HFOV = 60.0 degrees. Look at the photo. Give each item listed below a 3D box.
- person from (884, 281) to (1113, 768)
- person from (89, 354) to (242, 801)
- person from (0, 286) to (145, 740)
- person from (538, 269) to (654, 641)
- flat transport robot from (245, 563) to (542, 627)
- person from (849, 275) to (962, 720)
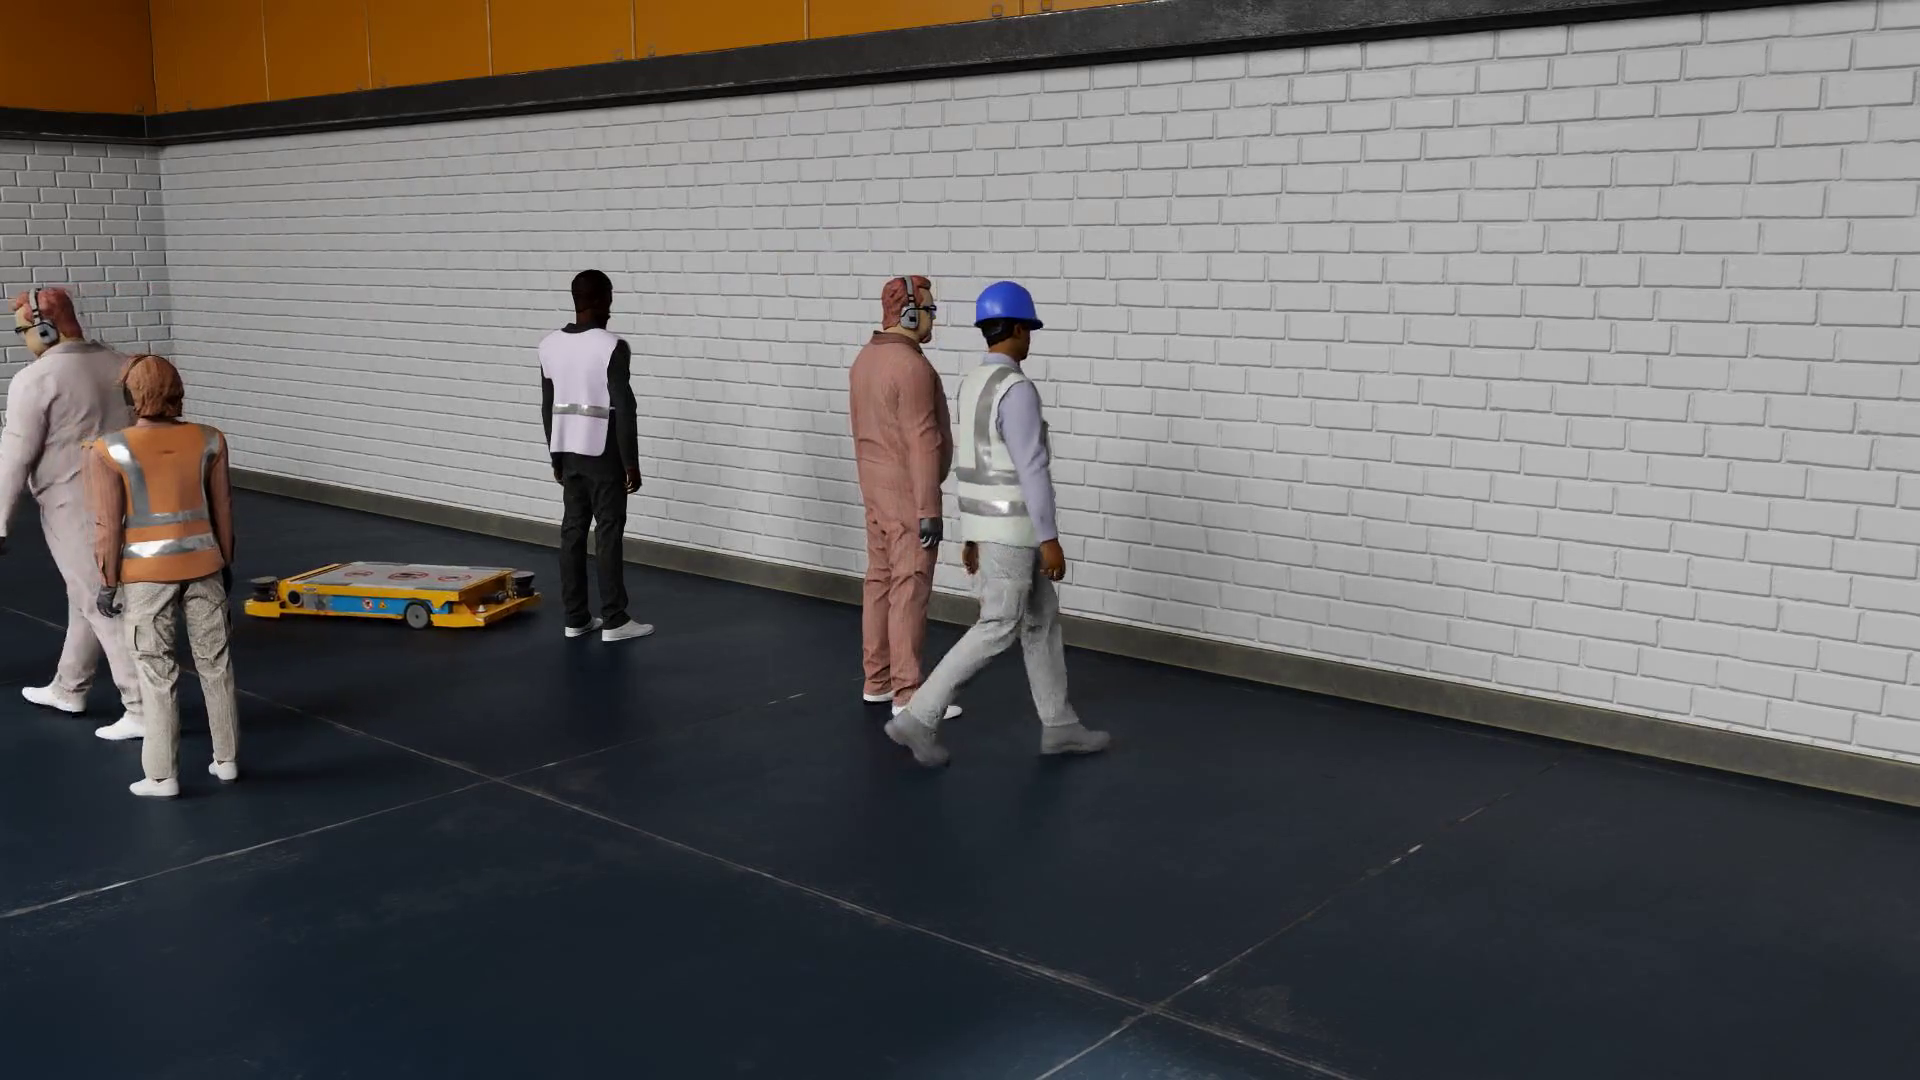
[{"bbox_3d":[0.150,-0.049,6.478,0.923,1.901,0.619,-2,10,-11],"label":"person"},{"bbox_3d":[-2.912,0.139,6.128,0.309,1.641,0.514,8,13,39],"label":"person"},{"bbox_3d":[-3.696,-0.095,6.837,0.907,1.860,0.640,1,10,8],"label":"person"},{"bbox_3d":[-1.901,-0.429,8.589,0.587,1.914,0.392,6,11,29],"label":"person"},{"bbox_3d":[-3.117,0.288,9.175,1.431,0.197,0.652,2,10,13],"label":"flat transport robot"},{"bbox_3d":[-0.225,-0.181,7.191,0.406,1.906,0.654,-5,11,-26],"label":"person"}]
